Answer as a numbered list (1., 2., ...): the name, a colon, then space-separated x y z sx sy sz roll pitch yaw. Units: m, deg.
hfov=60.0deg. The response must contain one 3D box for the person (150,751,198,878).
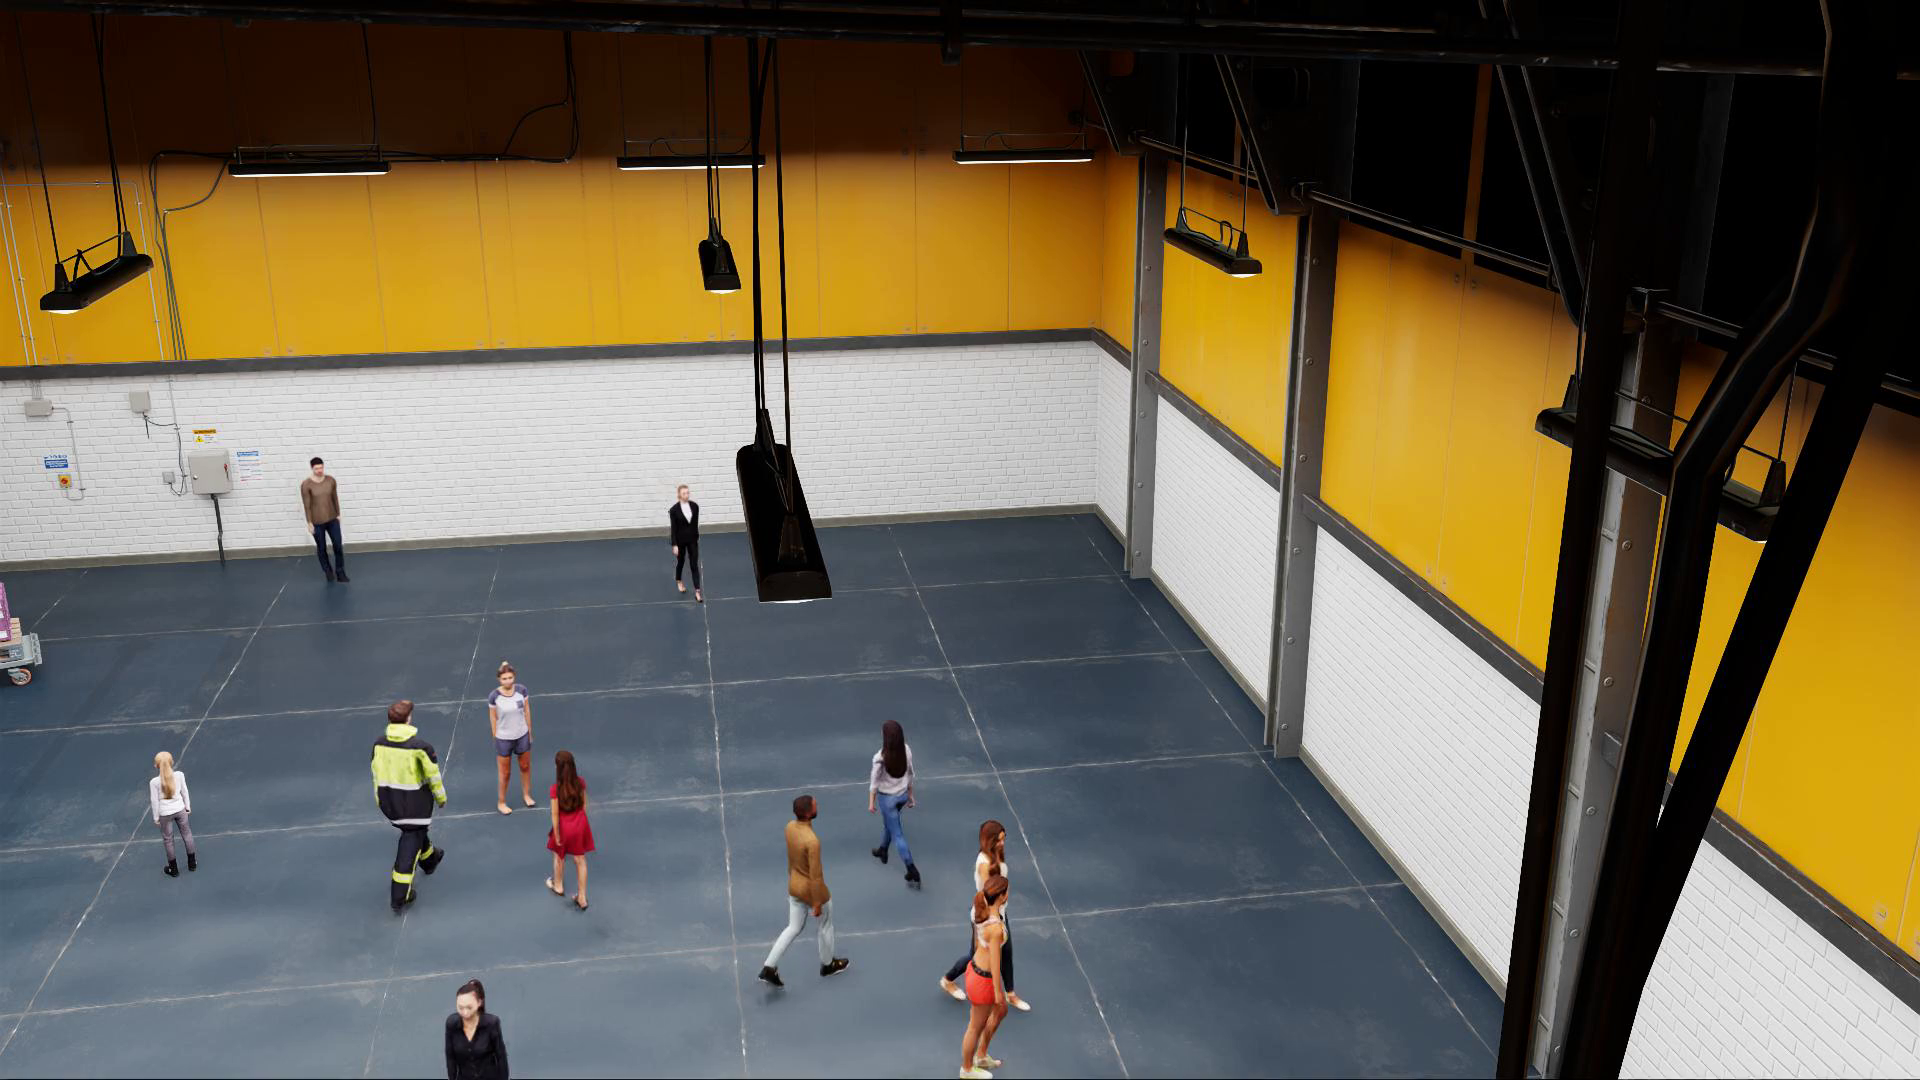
1. person: -7.627 2.634 16.095 0.577 1.279 0.615 -16 24 -38

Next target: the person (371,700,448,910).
1. person: -5.194 2.485 15.518 1.118 1.929 1.375 4 19 13

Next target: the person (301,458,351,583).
1. person: -9.169 -0.304 23.907 0.873 1.862 1.000 -12 22 -32

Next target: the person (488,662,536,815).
1. person: -4.669 2.041 17.322 0.646 1.619 0.640 -11 22 -30

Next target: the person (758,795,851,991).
1. person: -1.373 3.019 14.151 1.073 1.790 1.161 -15 24 -38

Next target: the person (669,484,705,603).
1. person: -3.869 0.033 23.222 0.886 1.659 1.149 -11 21 -29

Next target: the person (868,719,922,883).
1. person: -0.592 2.528 15.919 0.945 1.592 1.128 -15 24 -38

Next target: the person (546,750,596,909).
1. person: -3.595 2.710 15.477 0.761 1.530 0.926 -13 22 -33

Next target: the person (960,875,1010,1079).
1. person: 0.108 3.441 12.932 0.668 1.768 0.558 -2 19 -7

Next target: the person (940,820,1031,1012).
1. person: 0.147 3.126 13.881 1.029 1.758 1.066 7 20 21

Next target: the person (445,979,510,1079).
1. person: -3.401 3.851 11.830 0.633 1.695 0.683 -1 19 -4
